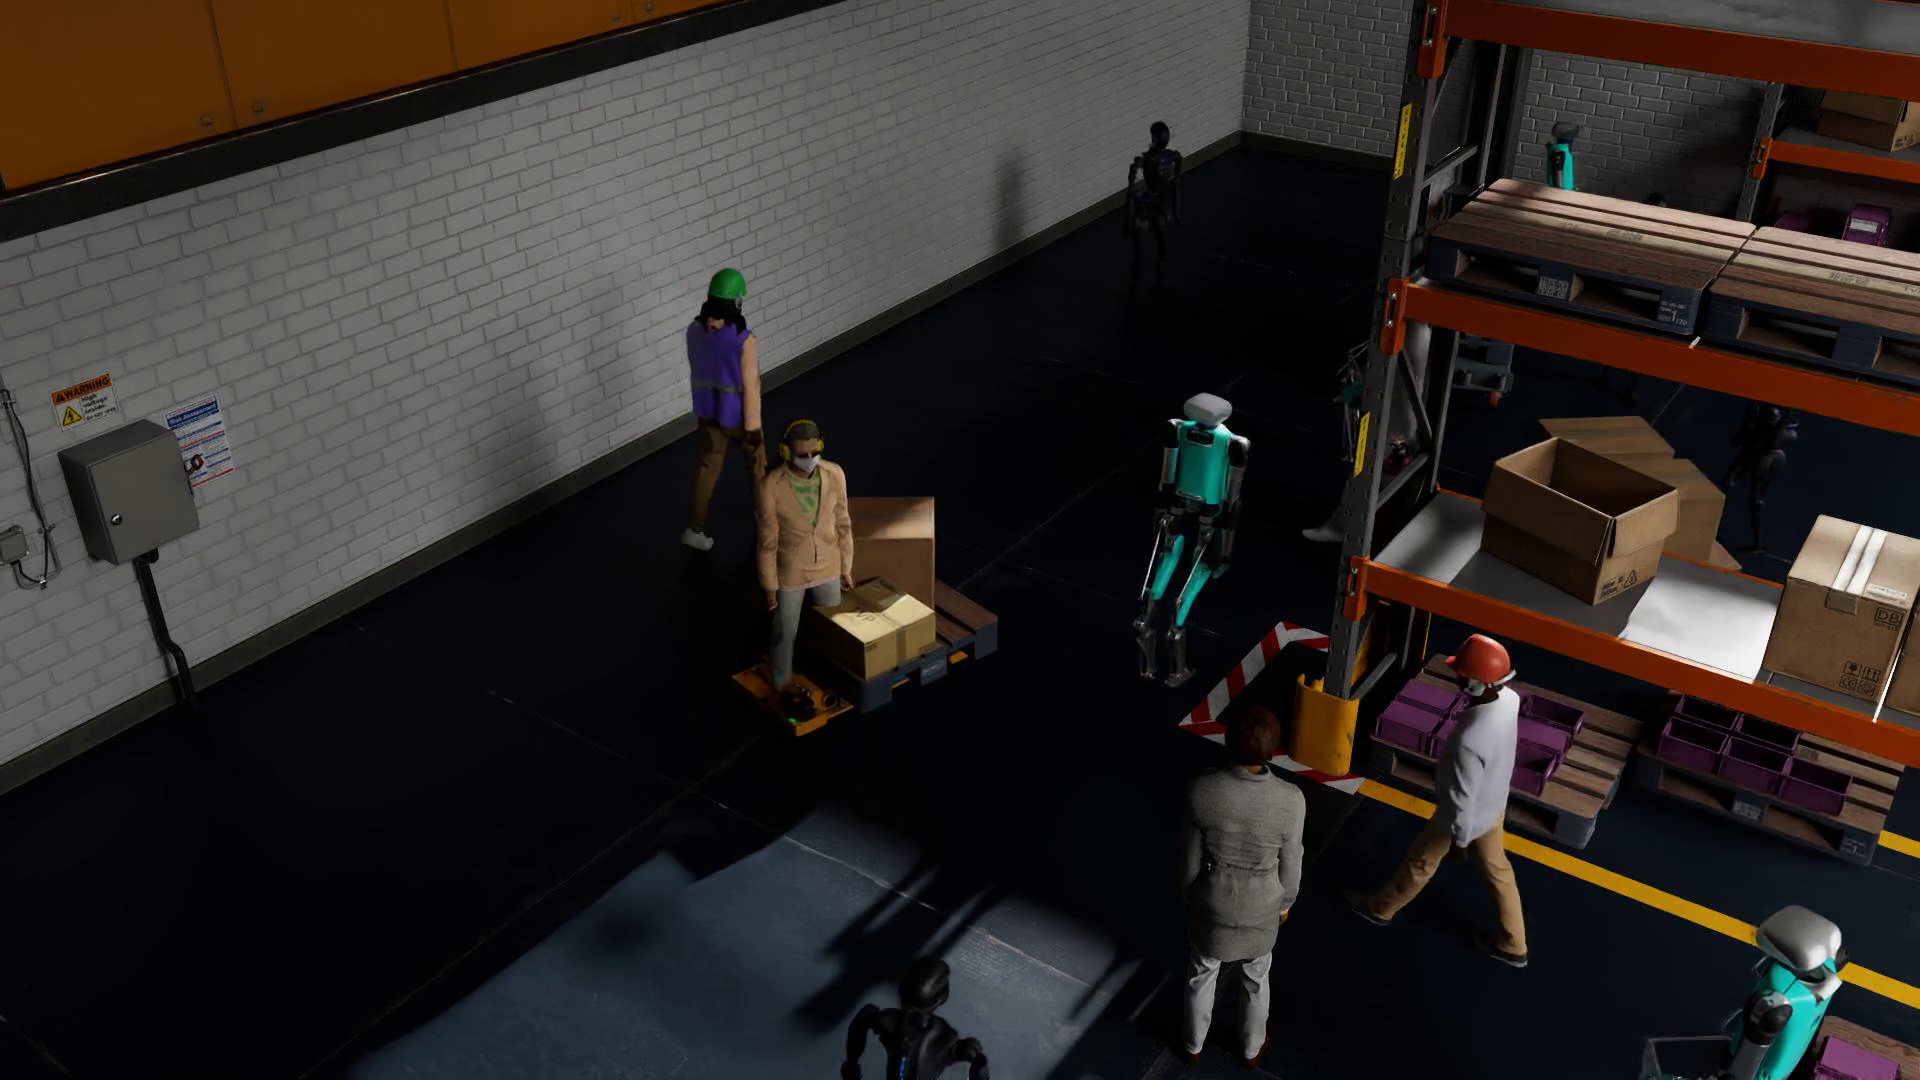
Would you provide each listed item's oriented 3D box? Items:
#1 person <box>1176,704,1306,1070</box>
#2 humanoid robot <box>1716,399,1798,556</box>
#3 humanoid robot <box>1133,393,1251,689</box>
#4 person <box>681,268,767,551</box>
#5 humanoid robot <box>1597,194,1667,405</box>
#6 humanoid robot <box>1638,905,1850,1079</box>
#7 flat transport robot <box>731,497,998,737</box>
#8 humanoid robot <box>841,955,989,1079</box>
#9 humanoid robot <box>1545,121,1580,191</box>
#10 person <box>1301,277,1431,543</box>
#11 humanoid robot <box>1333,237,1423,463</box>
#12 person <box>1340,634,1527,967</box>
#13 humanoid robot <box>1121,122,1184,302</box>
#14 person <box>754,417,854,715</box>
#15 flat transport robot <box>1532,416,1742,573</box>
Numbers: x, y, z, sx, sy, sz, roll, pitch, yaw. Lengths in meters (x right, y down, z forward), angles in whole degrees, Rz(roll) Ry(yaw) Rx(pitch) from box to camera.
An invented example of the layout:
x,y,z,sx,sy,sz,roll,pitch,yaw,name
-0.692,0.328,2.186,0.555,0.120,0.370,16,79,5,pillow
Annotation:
x,y,z,sx,sy,sz,roll,pitch,yaw,name
1.153,1.466,6.935,0.503,1.832,0.365,5,30,9,person
5.192,-0.643,10.769,0.504,1.657,0.609,2,30,4,humanoid robot
1.228,0.095,9.411,0.537,1.768,0.762,20,35,30,humanoid robot
-1.543,-0.852,10.905,0.551,1.886,0.975,13,32,21,person
5.239,-1.875,12.884,0.606,1.645,0.523,2,30,3,humanoid robot
2.693,1.997,6.157,0.539,1.838,0.746,-23,37,-34,humanoid robot
-0.580,0.682,9.856,1.431,0.231,0.659,-23,37,-34,flat transport robot
-0.208,2.171,5.891,0.612,1.634,0.668,10,32,17,humanoid robot
5.309,-2.653,14.167,0.884,1.747,0.557,12,32,19,humanoid robot
2.768,-0.849,10.914,0.846,1.867,0.659,3,30,5,person
2.976,-1.351,11.934,0.758,1.785,0.532,20,35,30,humanoid robot
2.295,1.170,7.571,0.911,1.698,0.588,22,37,33,person
1.691,-2.895,14.652,0.608,1.628,0.391,-13,33,-22,humanoid robot
-0.860,0.158,9.175,0.552,1.868,0.390,-14,33,-23,person
4.206,0.175,10.736,1.431,0.231,0.659,-2,30,-4,flat transport robot
